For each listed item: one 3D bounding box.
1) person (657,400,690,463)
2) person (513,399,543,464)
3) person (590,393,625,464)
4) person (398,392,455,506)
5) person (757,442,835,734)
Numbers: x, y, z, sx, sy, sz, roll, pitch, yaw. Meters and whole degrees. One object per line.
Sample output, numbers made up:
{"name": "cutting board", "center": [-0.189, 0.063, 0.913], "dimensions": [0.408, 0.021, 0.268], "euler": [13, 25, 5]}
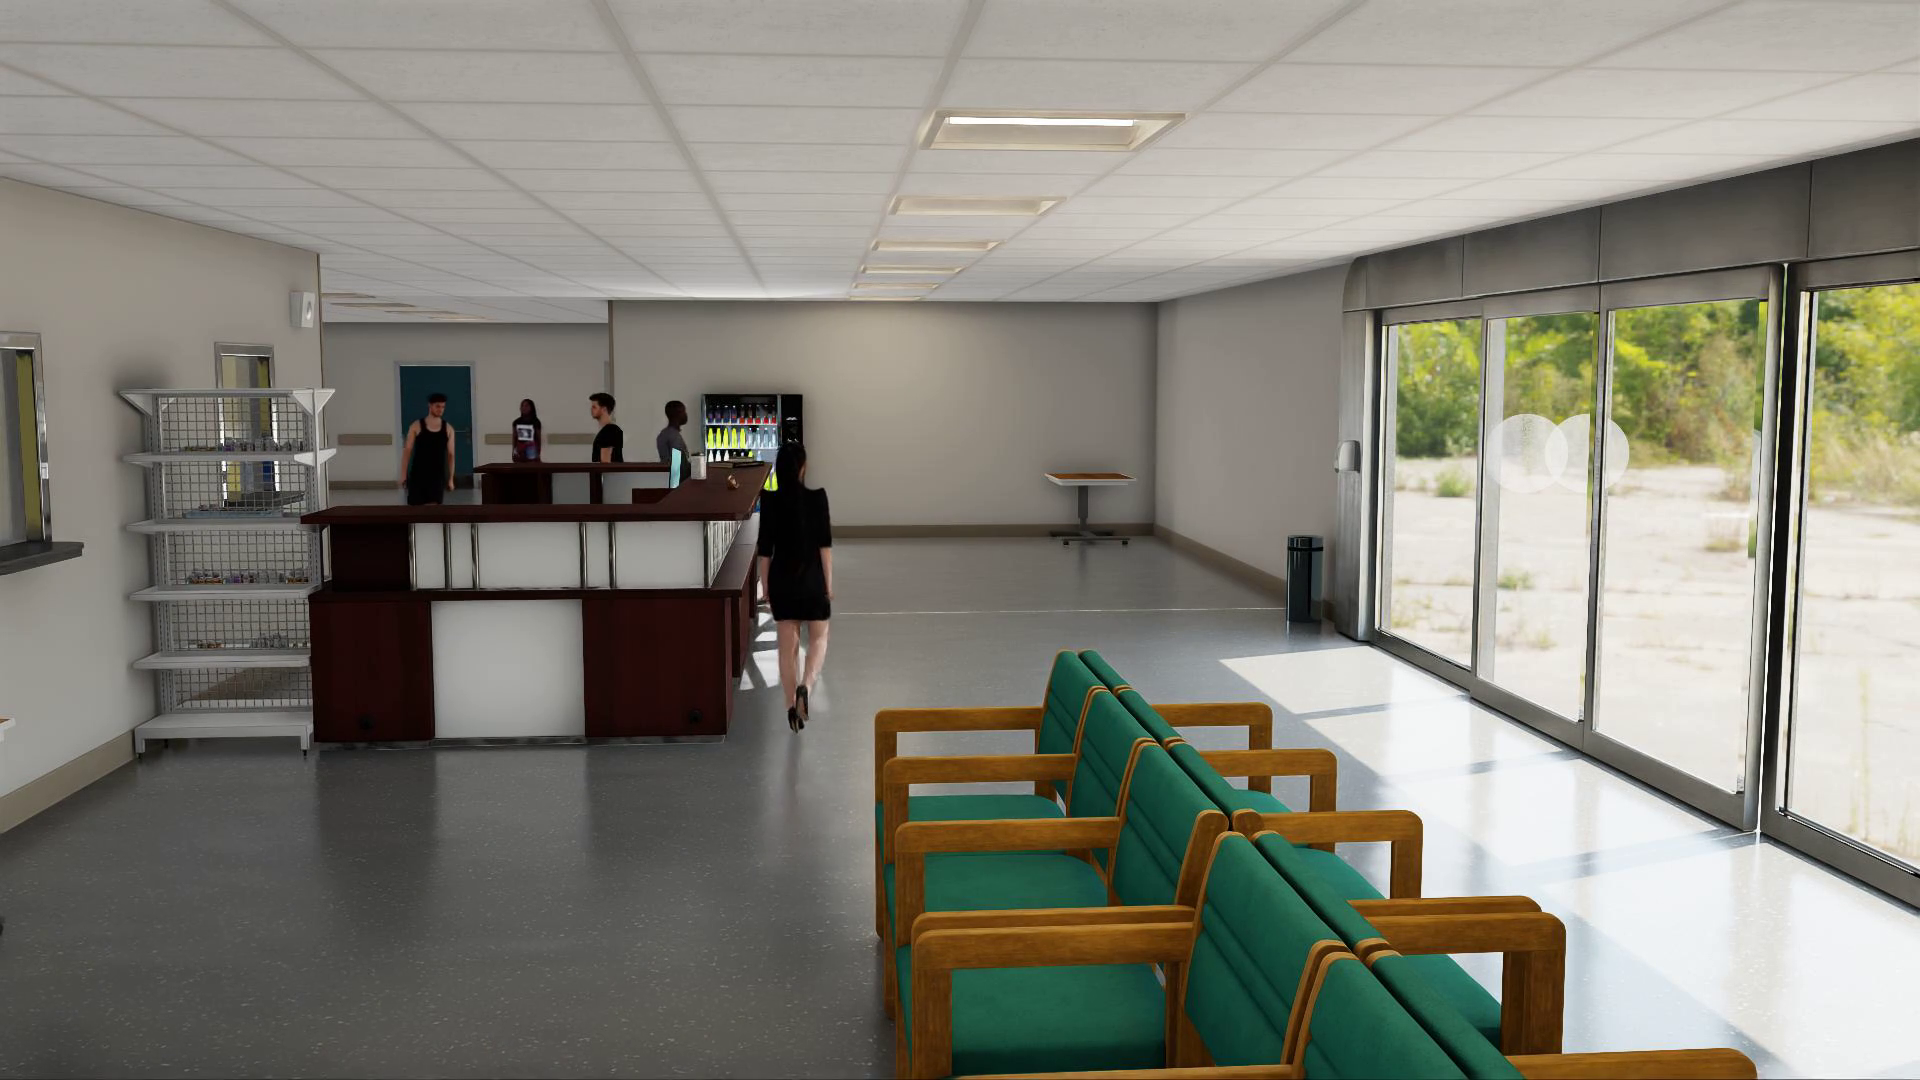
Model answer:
{"name": "person", "center": [-2.820, -0.413, 15.884], "dimensions": [0.795, 1.825, 0.804], "euler": [-3, 6, -27]}
{"name": "person", "center": [-6.209, -1.173, 24.006], "dimensions": [0.608, 1.712, 0.723], "euler": [1, 6, 8]}
{"name": "person", "center": [-3.373, -0.494, 16.427], "dimensions": [1.050, 1.877, 0.687], "euler": [0, 6, -3]}
{"name": "person", "center": [-5.988, -0.707, 18.682], "dimensions": [1.157, 1.850, 1.026], "euler": [-2, 6, -16]}
{"name": "person", "center": [-0.944, 0.289, 9.589], "dimensions": [0.644, 1.689, 0.712], "euler": [1, 6, 5]}
